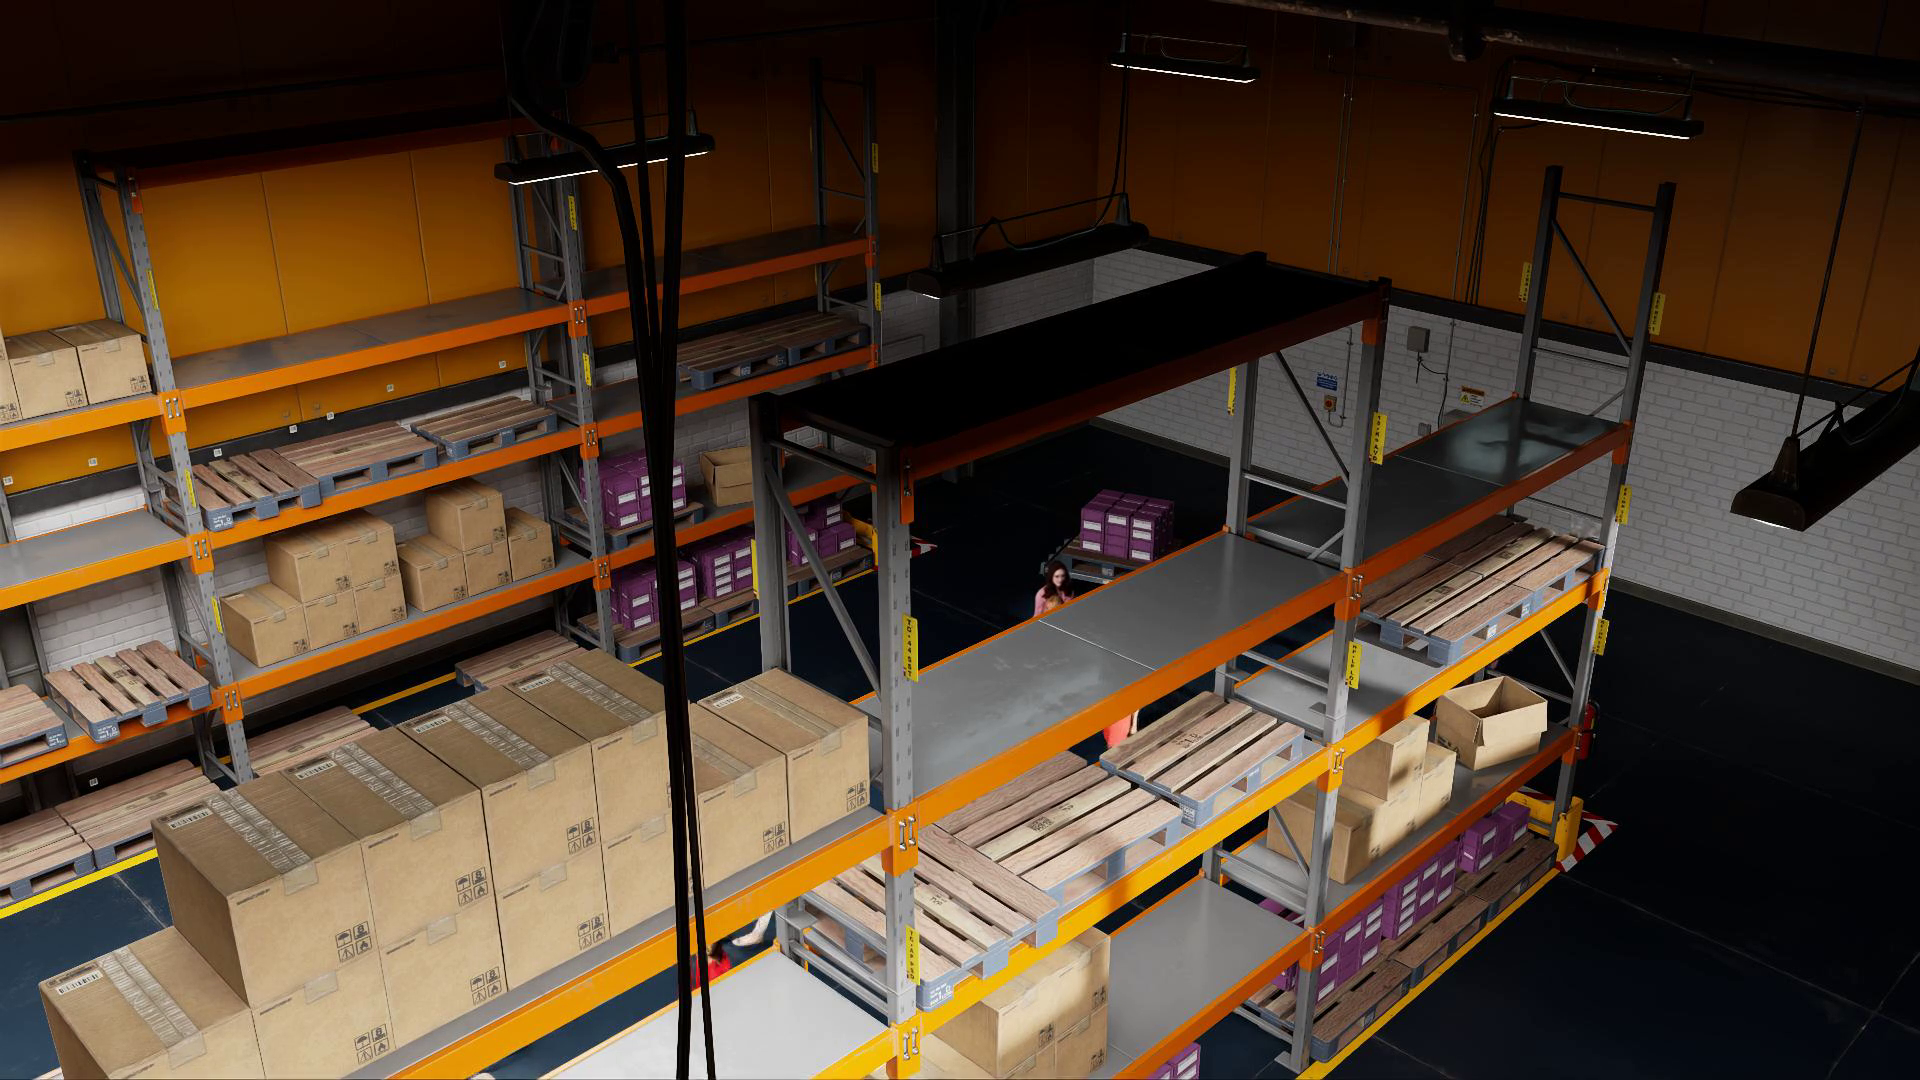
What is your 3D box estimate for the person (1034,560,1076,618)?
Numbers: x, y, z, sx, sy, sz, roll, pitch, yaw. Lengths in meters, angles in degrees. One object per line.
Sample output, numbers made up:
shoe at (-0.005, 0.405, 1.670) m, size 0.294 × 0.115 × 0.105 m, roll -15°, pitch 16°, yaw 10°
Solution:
person at (0.953, 1.020, 16.795) m, size 0.606 × 1.797 × 0.736 m, roll -9°, pitch 25°, yaw -19°
